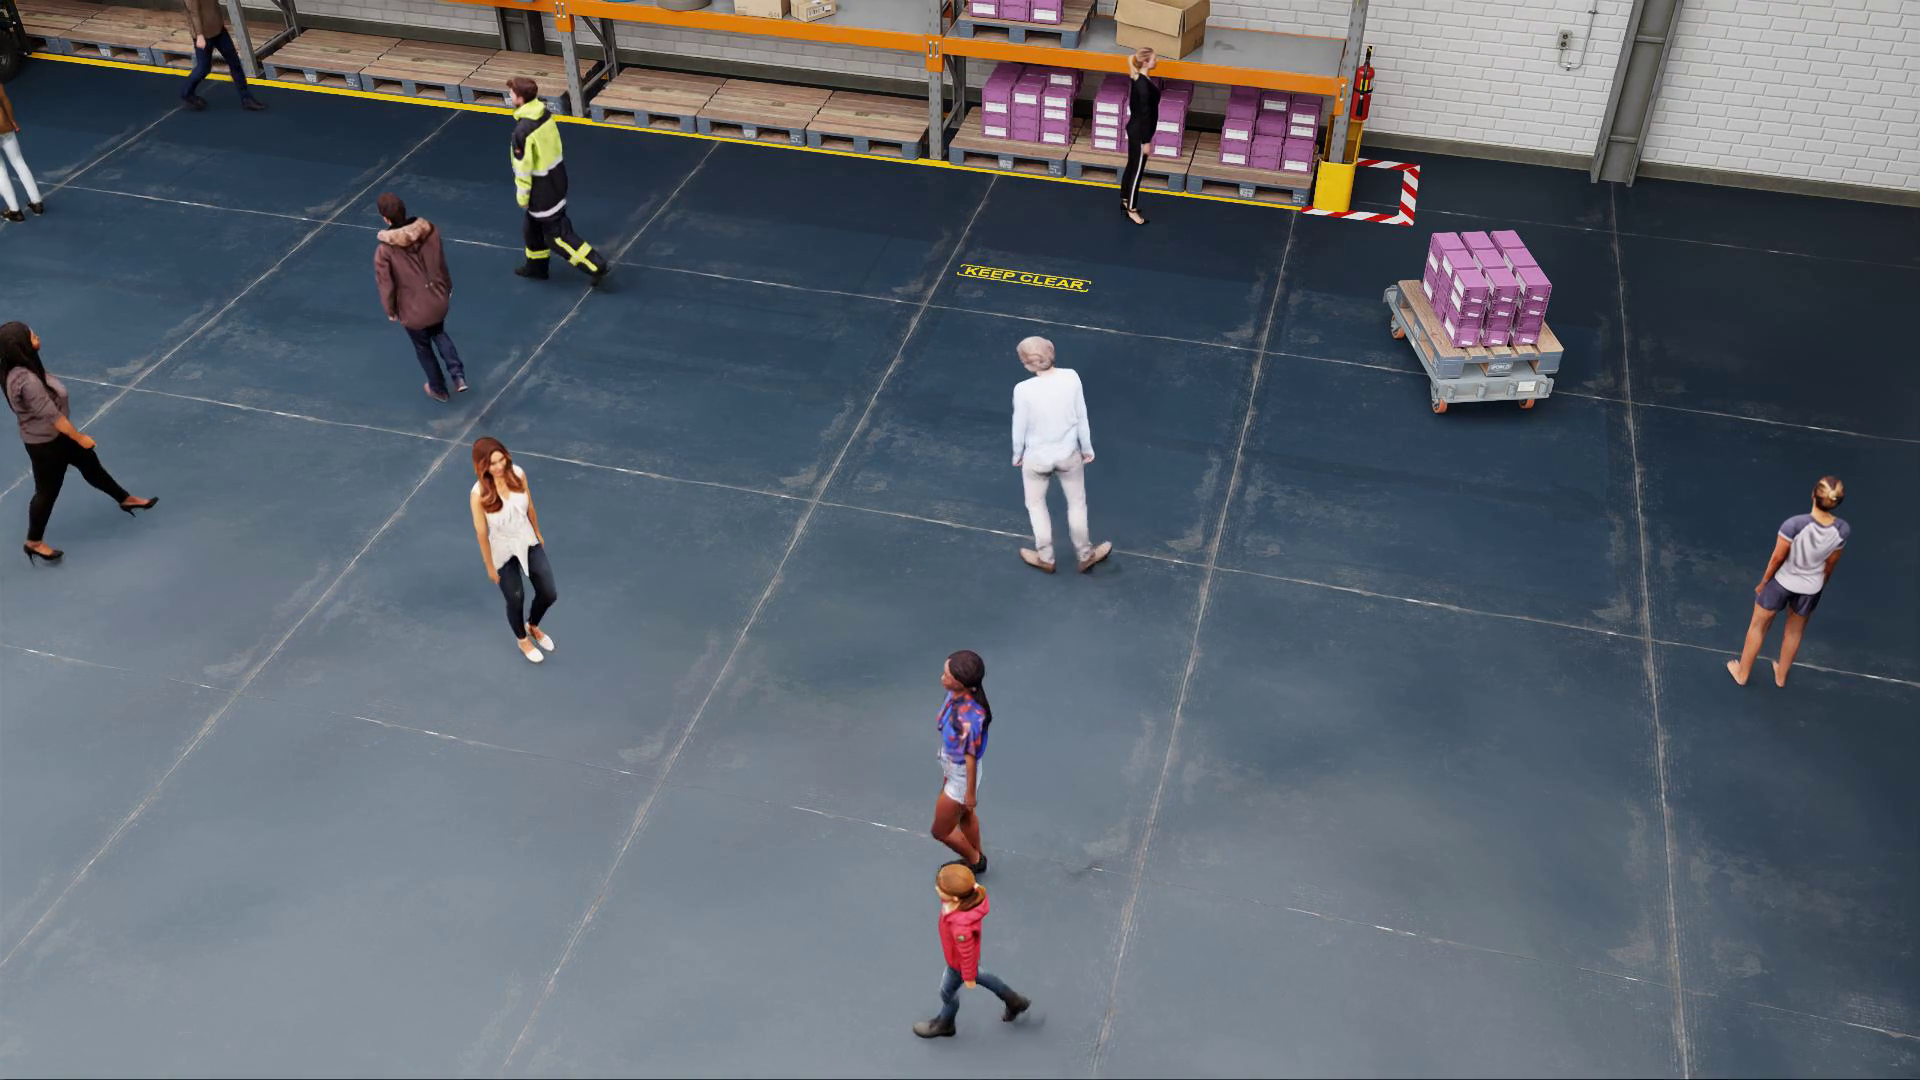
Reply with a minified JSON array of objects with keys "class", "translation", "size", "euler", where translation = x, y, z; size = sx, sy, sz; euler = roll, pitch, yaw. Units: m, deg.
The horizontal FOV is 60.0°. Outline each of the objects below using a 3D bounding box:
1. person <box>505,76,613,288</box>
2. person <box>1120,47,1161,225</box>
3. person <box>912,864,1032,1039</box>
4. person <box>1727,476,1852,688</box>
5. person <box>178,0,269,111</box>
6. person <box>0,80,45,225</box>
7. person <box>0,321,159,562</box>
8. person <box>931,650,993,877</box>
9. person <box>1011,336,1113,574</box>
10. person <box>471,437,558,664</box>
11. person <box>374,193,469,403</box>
[{"class":"person","translation":[-3.548,-3.070,14.485],"size":[1.232,1.945,0.823],"euler":[6,39,8]},{"class":"person","translation":[1.669,-3.785,15.571],"size":[0.682,1.707,0.691],"euler":[-6,39,-7]},{"class":"person","translation":[0.087,2.114,8.515],"size":[0.898,1.294,0.643],"euler":[1,39,1]},{"class":"person","translation":[5.285,0.278,10.550],"size":[0.488,1.624,0.670],"euler":[4,39,5]},{"class":"person","translation":[-7.965,-5.347,17.419],"size":[1.189,1.842,0.780],"euler":[3,39,4]},{"class":"person","translation":[-9.065,-3.852,15.567],"size":[0.681,1.816,0.712],"euler":[26,45,29]},{"class":"person","translation":[-6.416,-0.616,11.545],"size":[1.184,1.779,1.198],"euler":[-24,44,-27]},{"class":"person","translation":[0.097,1.281,9.210],"size":[0.705,1.729,0.687],"euler":[-6,39,-8]},{"class":"person","translation":[0.690,-0.548,11.402],"size":[0.798,1.852,1.023],"euler":[-1,39,-2]},{"class":"person","translation":[-2.936,0.035,10.733],"size":[0.727,1.776,0.719],"euler":[30,47,32]},{"class":"person","translation":[-4.169,-1.835,13.031],"size":[0.946,1.830,0.918],"euler":[31,48,33]}]
